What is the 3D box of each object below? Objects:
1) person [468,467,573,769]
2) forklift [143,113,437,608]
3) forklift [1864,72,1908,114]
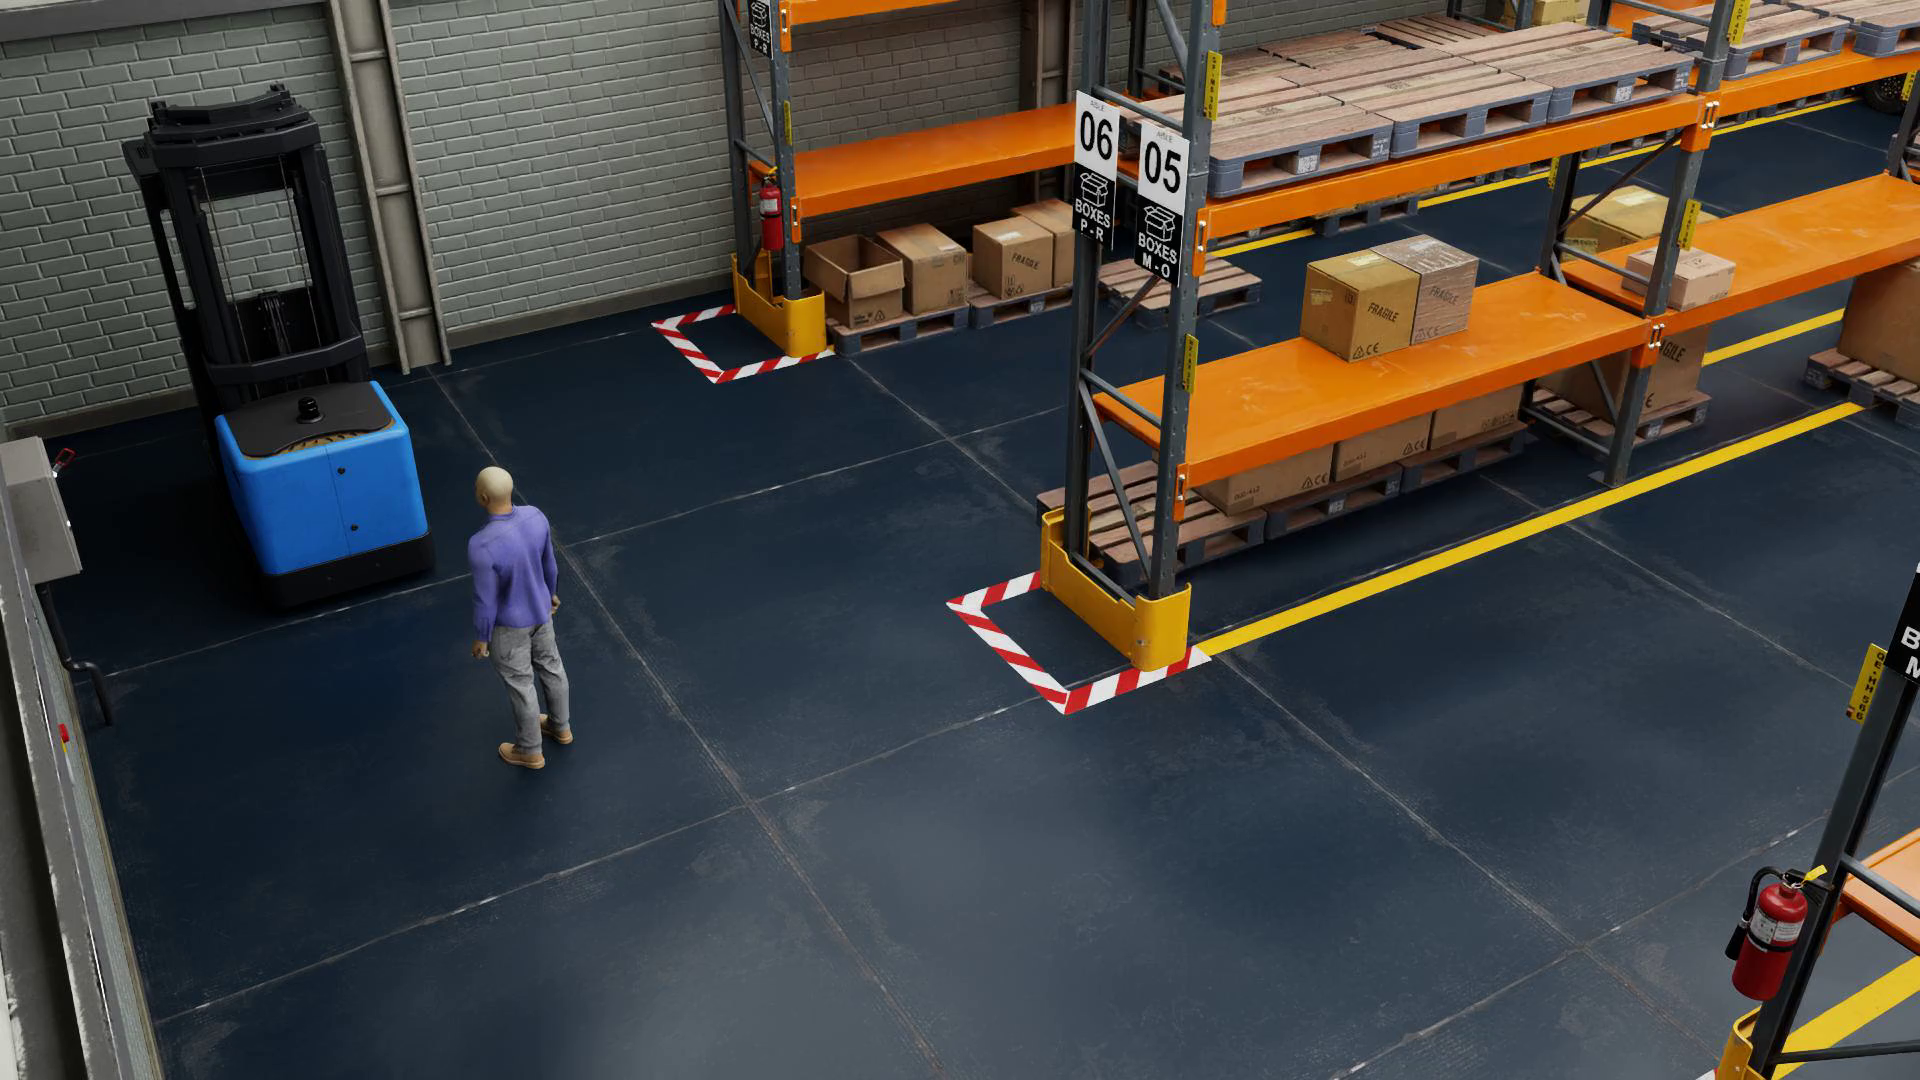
[{"bbox_3d":[-2.326,0.414,8.817,0.391,1.799,0.599,17,36,26],"label":"person"},{"bbox_3d":[-4.289,-1.259,10.509,1.129,2.768,1.873,-17,36,-26],"label":"forklift"},{"bbox_3d":[11.468,-5.645,18.244,1.214,2.155,2.313,-17,36,-26],"label":"forklift"}]
